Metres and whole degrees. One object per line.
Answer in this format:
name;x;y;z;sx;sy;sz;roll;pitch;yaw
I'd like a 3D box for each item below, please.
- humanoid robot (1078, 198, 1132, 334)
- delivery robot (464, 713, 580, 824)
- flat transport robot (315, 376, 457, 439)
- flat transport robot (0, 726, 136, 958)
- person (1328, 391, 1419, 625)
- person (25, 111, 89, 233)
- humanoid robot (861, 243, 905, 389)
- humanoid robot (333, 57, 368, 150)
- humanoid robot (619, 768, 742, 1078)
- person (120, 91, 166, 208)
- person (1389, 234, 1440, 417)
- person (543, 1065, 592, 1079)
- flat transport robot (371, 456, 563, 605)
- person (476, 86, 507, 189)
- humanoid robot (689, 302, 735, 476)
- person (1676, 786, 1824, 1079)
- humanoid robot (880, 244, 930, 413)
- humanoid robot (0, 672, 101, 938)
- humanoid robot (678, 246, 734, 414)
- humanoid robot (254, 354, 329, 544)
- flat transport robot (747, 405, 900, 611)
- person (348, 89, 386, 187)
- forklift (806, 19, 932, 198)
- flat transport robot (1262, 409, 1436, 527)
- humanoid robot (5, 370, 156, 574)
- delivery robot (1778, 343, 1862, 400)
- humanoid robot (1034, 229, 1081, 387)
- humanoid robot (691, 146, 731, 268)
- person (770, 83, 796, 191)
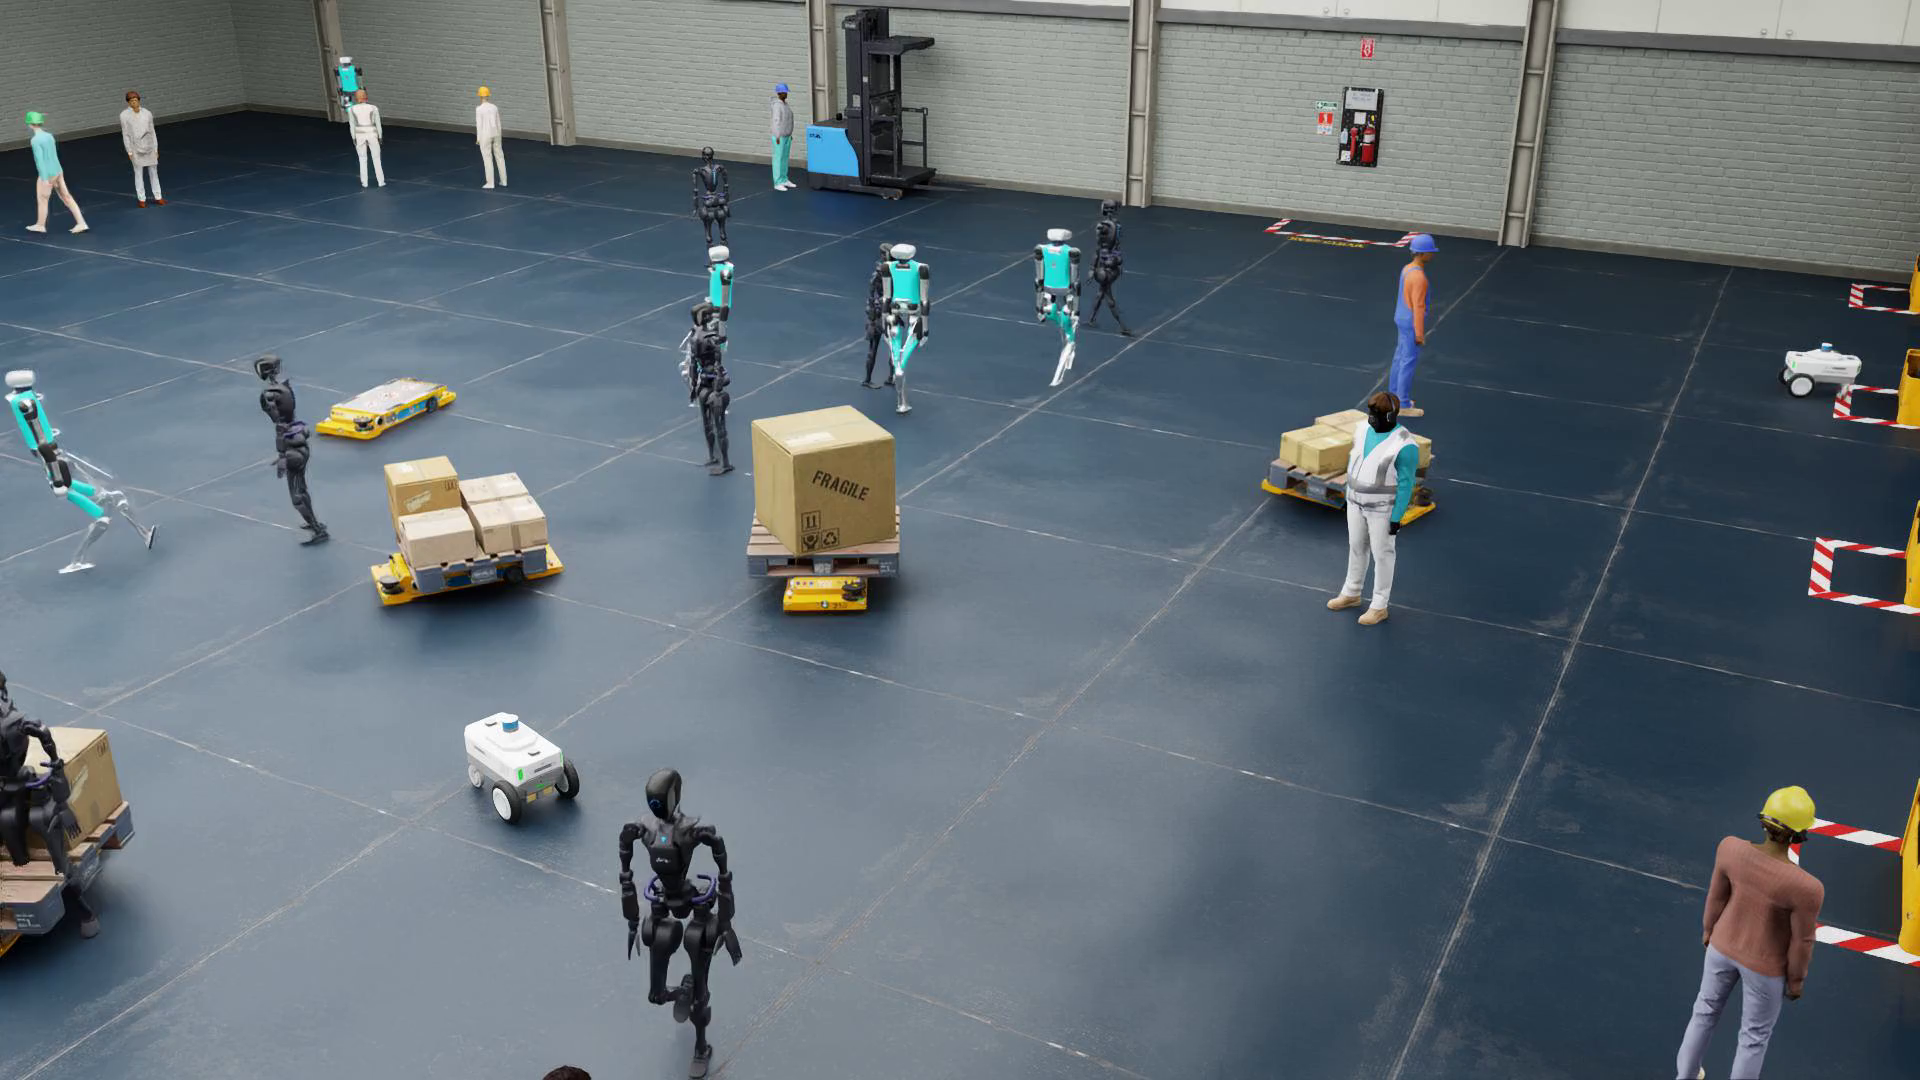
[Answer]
humanoid robot;1.785;-3.312;20.168;0.790;1.643;0.589;15;27;30
delivery robot;-2.813;1.398;10.542;0.499;0.592;0.774;-21;31;-40
flat transport robot;-5.989;-1.386;17.389;0.659;0.231;1.431;9;25;20
flat transport robot;-5.505;2.021;9.457;0.659;0.231;1.431;1;23;2
person;3.170;-0.255;12.767;0.429;1.844;0.622;-14;27;-29
person;-13.736;-5.528;25.058;0.970;1.820;0.537;4;24;9
humanoid robot;-0.855;-2.439;18.080;0.469;1.632;0.610;14;27;29
humanoid robot;-11.458;-8.245;31.629;0.540;1.897;0.716;0;23;1
humanoid robot;-1.334;1.822;8.146;0.595;1.649;0.500;3;23;7
person;-13.227;-6.318;26.895;0.503;1.833;0.367;-17;29;-34
person;4.708;-2.236;17.292;0.367;1.908;0.531;-1;23;-2
person;-1.338;2.643;5.923;0.378;1.917;0.599;15;27;31
flat transport robot;-4.036;0.224;13.642;1.431;0.231;0.659;-11;26;-24
person;-7.996;-6.832;28.257;0.325;1.695;0.484;19;30;38
humanoid robot;-2.372;-1.438;15.709;0.327;1.656;0.587;-17;29;-35
person;3.713;1.934;7.778;0.348;1.758;0.520;-15;27;-31
humanoid robot;-0.641;-2.131;17.258;0.549;1.772;0.736;8;25;18
humanoid robot;-5.104;1.428;9.048;0.609;1.643;0.308;1;23;2
humanoid robot;-2.712;-2.147;17.348;0.779;1.797;0.530;-8;25;-18
humanoid robot;-5.725;-0.805;14.257;0.401;1.630;0.608;-4;24;-10
flat transport robot;-1.100;0.203;13.691;0.659;0.231;1.431;-1;23;-2
person;-10.116;-6.849;28.380;0.516;1.632;0.316;-5;24;-12
forklift;-1.573;-7.292;27.850;1.873;2.768;1.129;12;26;25
flat transport robot;3.552;-0.453;15.218;1.431;0.231;0.659;20;30;39
humanoid robot;-7.192;-0.590;13.736;0.949;1.800;0.557;-16;28;-32
delivery robot;9.332;-1.832;18.084;0.780;0.609;0.519;5;24;12
humanoid robot;1.200;-2.642;18.484;0.541;1.785;0.926;11;25;23
humanoid robot;-3.459;-4.636;23.154;0.599;1.657;0.315;-16;28;-32
person;-3.011;-6.841;28.179;0.356;1.778;0.533;9;25;20
